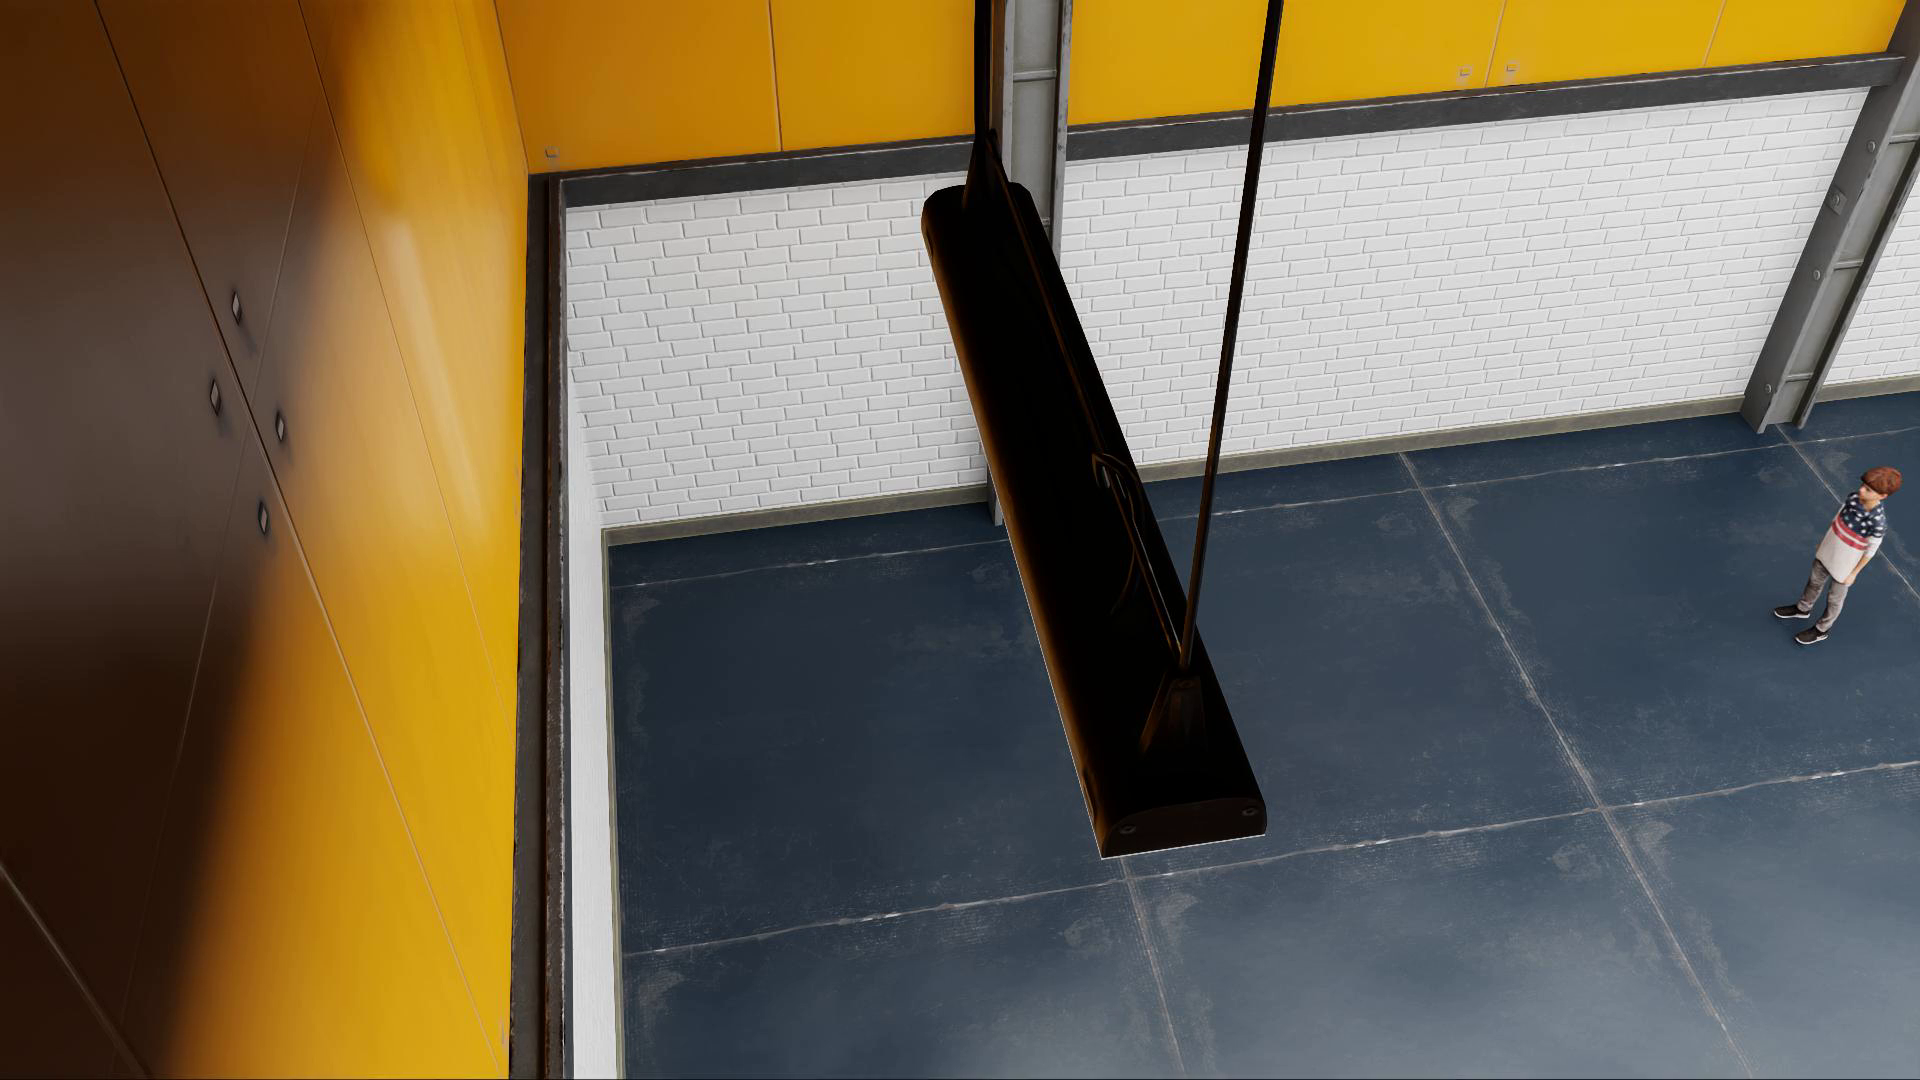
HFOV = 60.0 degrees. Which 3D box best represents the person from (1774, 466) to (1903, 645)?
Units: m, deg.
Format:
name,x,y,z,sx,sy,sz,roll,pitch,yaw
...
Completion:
name,x,y,z,sx,sy,sz,roll,pitch,yaw
person,5.770,0.077,10.855,0.484,1.438,0.521,-8,44,-9
